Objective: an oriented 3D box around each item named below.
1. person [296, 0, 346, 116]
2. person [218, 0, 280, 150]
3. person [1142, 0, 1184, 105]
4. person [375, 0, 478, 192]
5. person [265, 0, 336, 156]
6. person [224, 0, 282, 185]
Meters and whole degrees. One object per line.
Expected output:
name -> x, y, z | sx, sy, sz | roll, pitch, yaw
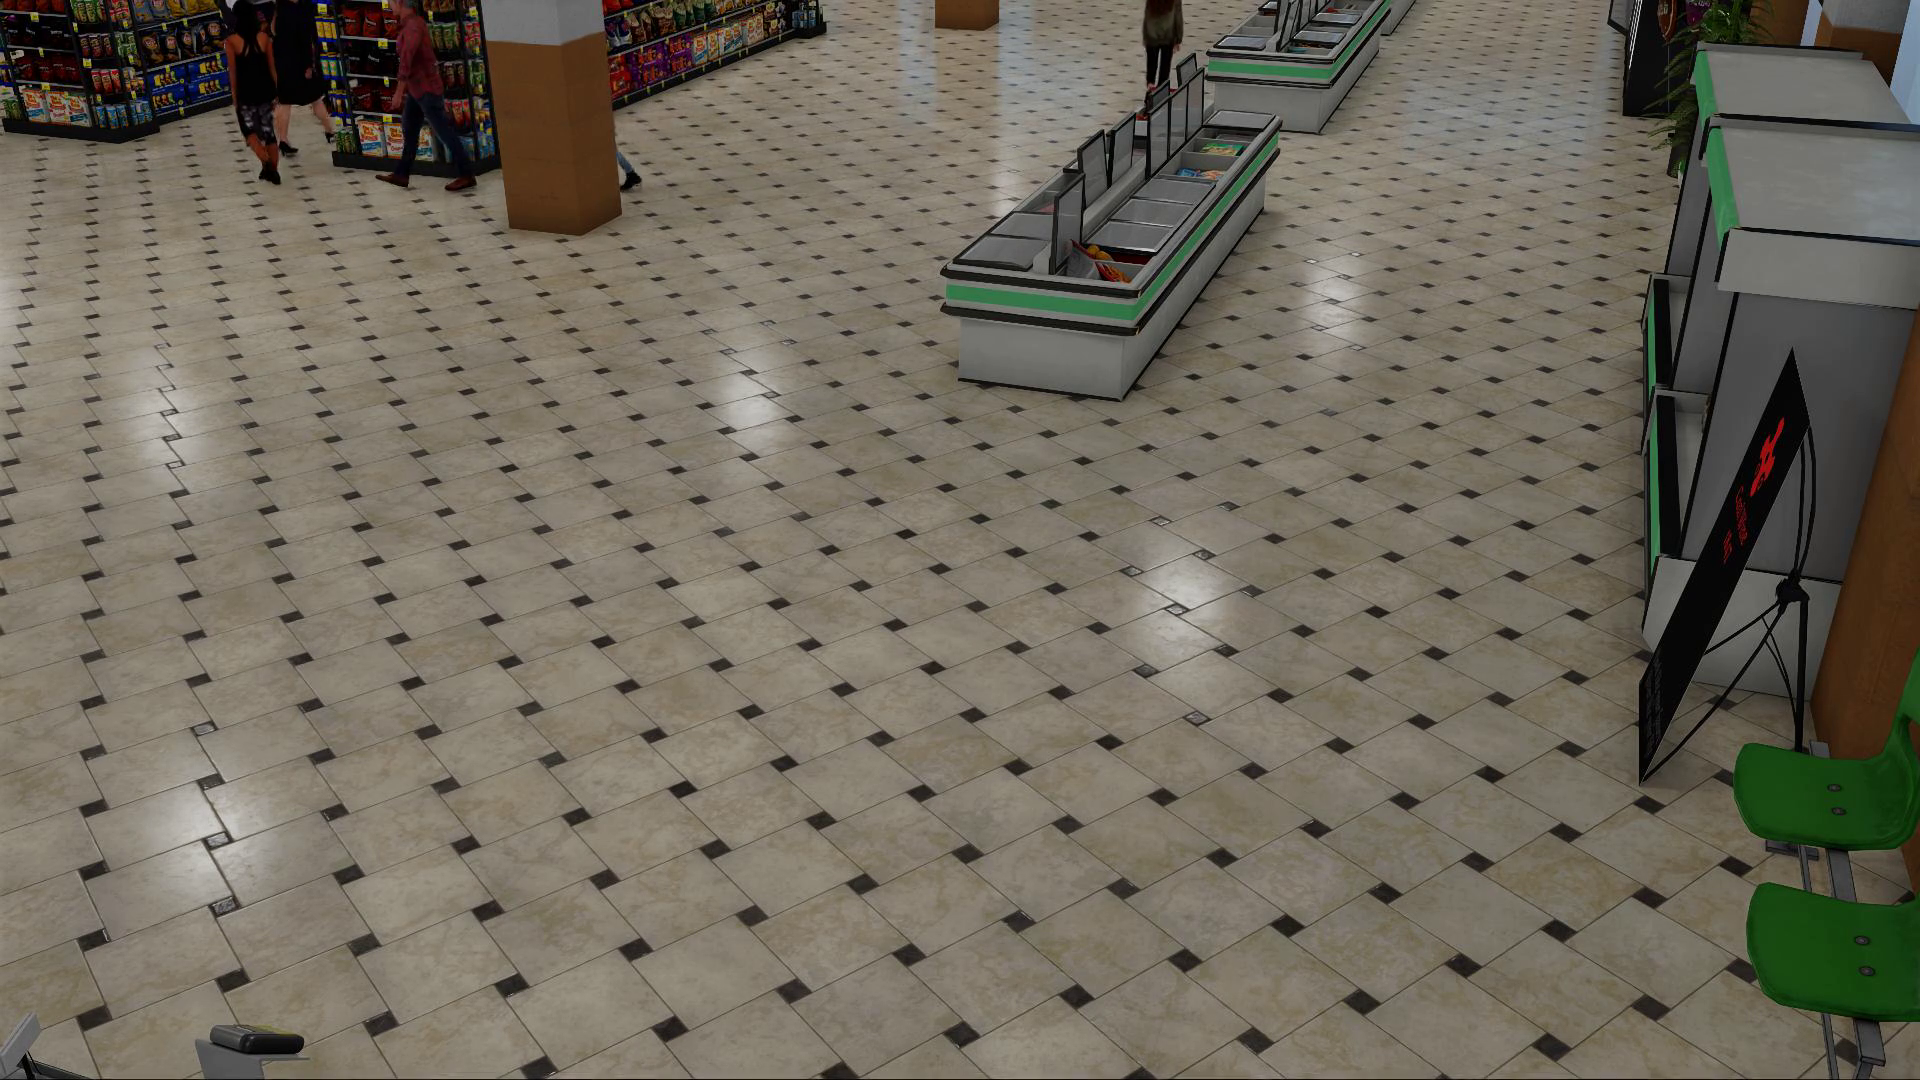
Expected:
person -> -6.757, -5.473, 17.736 | 0.776, 1.775, 0.907 | 14, 30, 25
person -> -7.007, -4.772, 16.298 | 0.793, 1.825, 0.785 | -19, 33, -33
person -> 2.131, -5.339, 17.812 | 0.593, 1.466, 0.593 | 10, 29, 19
person -> -4.667, -3.994, 14.805 | 1.174, 1.787, 1.179 | -10, 28, -18
person -> -6.480, -4.515, 16.007 | 0.707, 1.630, 1.031 | 8, 28, 15
person -> -6.330, -4.023, 15.006 | 0.686, 1.657, 0.773 | -22, 34, -36
